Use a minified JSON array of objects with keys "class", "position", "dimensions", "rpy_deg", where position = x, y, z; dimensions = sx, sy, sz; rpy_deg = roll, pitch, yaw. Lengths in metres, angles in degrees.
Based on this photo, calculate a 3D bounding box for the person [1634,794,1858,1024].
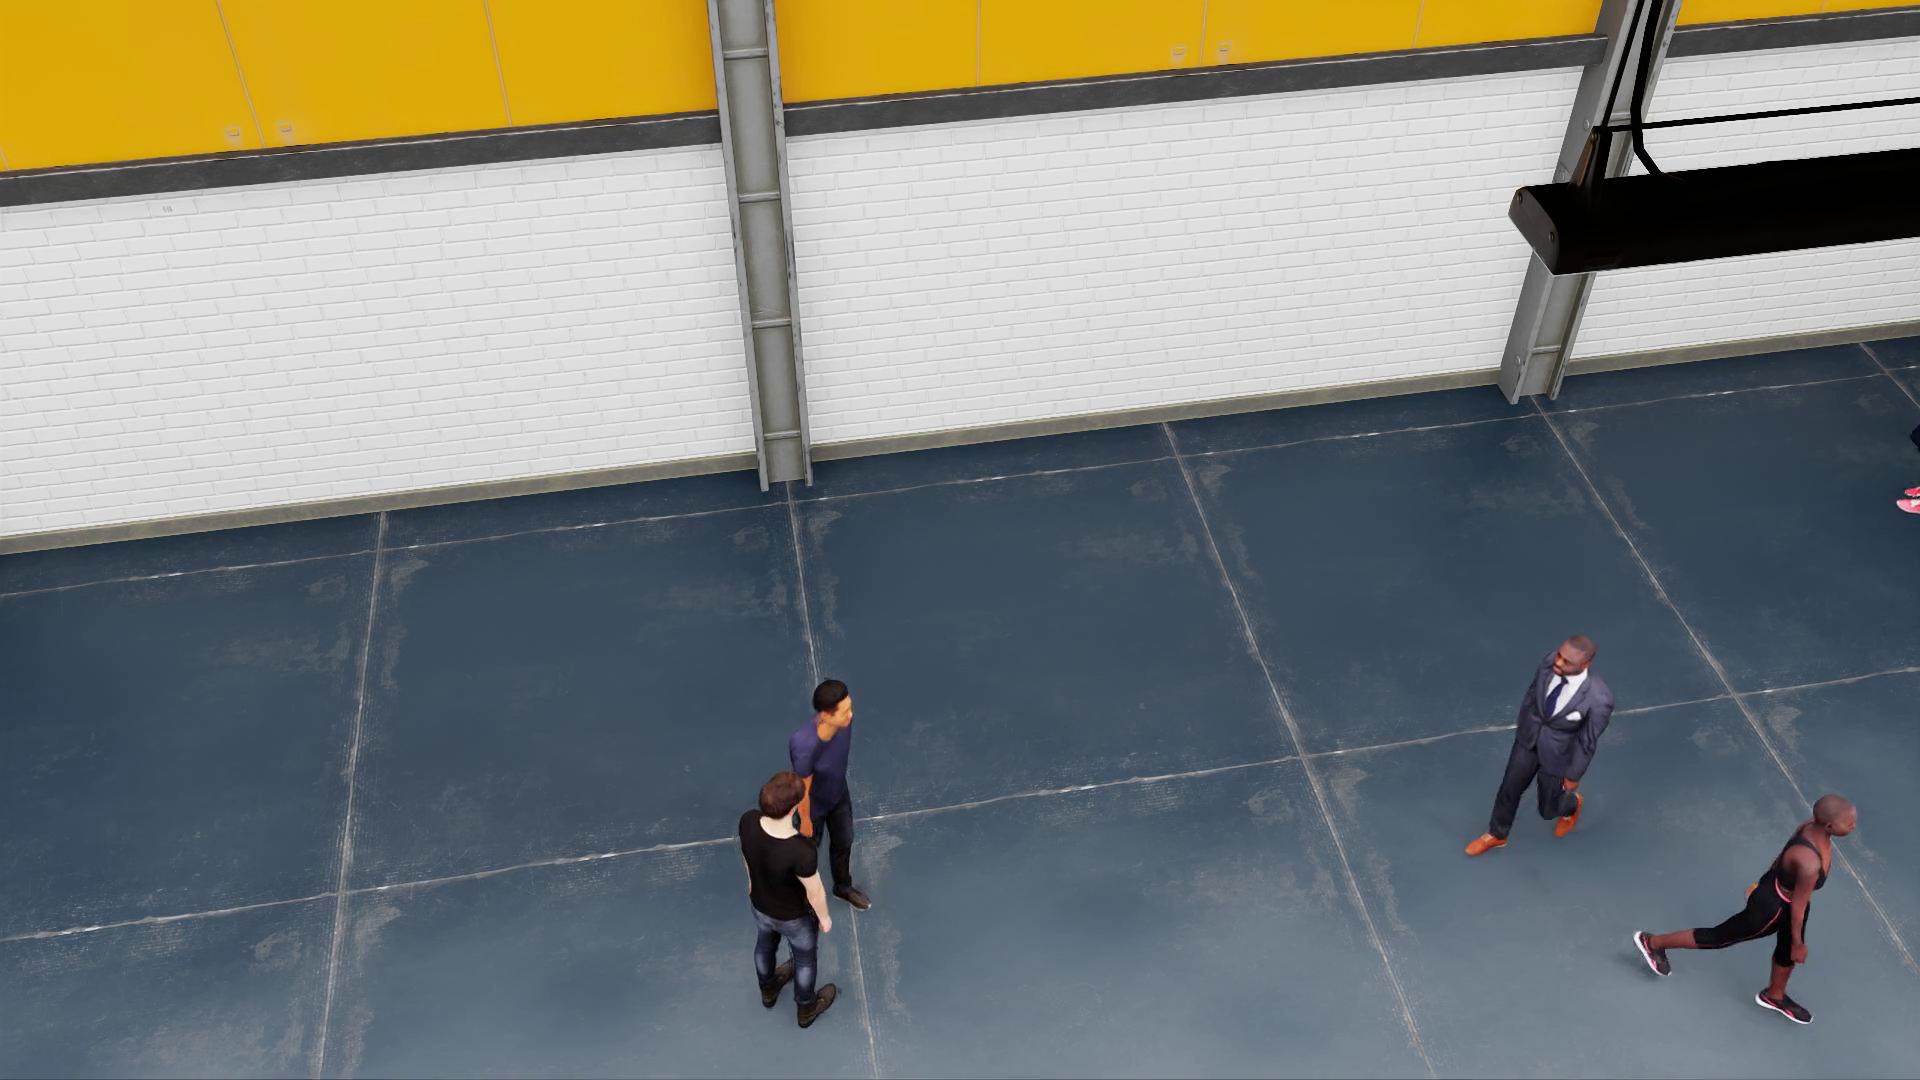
[{"class":"person","position":[4.239,1.919,8.902],"dimensions":[1.201,1.715,1.135],"rpy_deg":[26,50,25]}]

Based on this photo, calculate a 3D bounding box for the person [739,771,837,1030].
[{"class":"person","position":[-0.939,1.921,8.771],"dimensions":[0.747,1.893,0.804],"rpy_deg":[23,48,23]}]

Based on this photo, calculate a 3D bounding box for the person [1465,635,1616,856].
[{"class":"person","position":[3.455,1.190,9.603],"dimensions":[1.074,1.803,0.899],"rpy_deg":[-22,48,-21]}]

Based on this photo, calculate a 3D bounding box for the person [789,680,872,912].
[{"class":"person","position":[-0.854,1.408,9.405],"dimensions":[1.109,1.761,1.070],"rpy_deg":[29,51,27]}]
